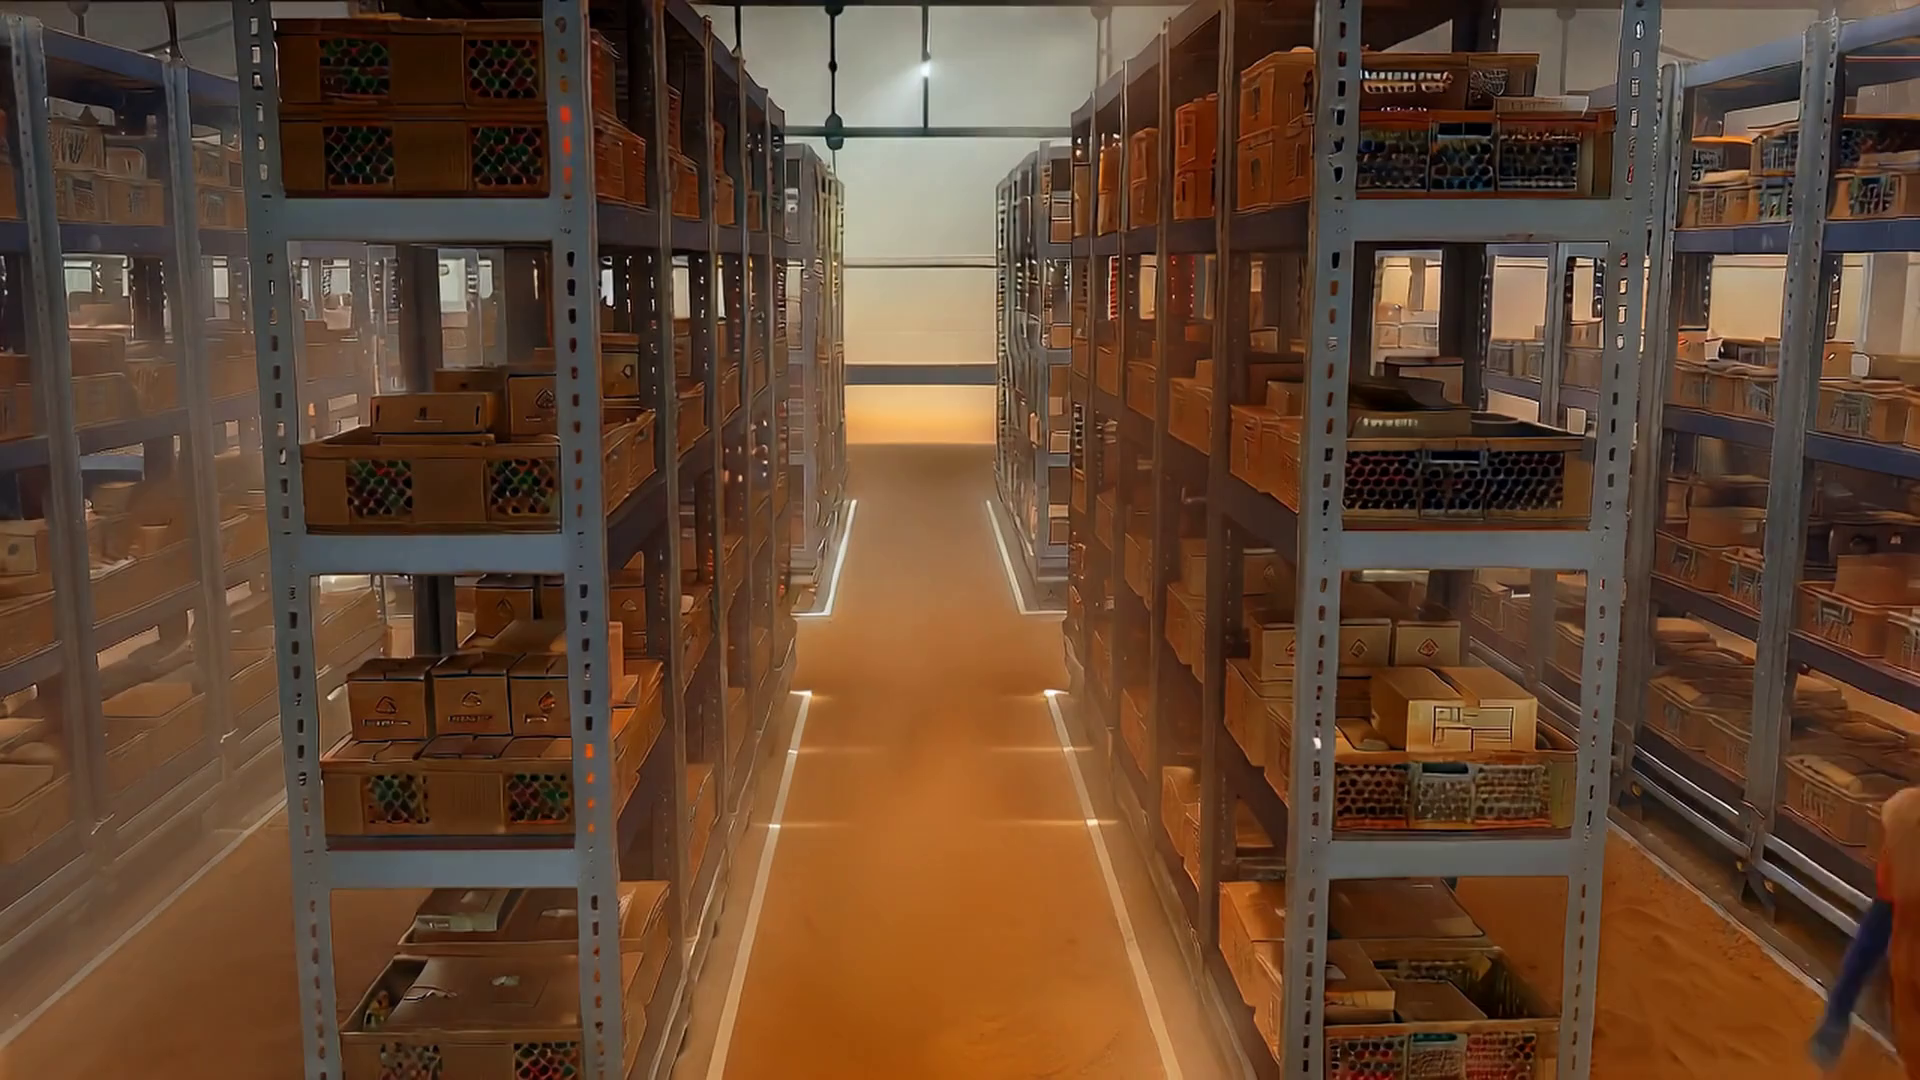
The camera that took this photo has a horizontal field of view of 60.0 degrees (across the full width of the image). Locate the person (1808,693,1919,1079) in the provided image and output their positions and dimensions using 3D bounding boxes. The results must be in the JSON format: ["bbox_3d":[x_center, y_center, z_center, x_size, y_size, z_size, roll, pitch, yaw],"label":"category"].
[{"bbox_3d":[2.179,1.184,3.747,0.973,1.788,0.591,-1,9,-6],"label":"person"}]
